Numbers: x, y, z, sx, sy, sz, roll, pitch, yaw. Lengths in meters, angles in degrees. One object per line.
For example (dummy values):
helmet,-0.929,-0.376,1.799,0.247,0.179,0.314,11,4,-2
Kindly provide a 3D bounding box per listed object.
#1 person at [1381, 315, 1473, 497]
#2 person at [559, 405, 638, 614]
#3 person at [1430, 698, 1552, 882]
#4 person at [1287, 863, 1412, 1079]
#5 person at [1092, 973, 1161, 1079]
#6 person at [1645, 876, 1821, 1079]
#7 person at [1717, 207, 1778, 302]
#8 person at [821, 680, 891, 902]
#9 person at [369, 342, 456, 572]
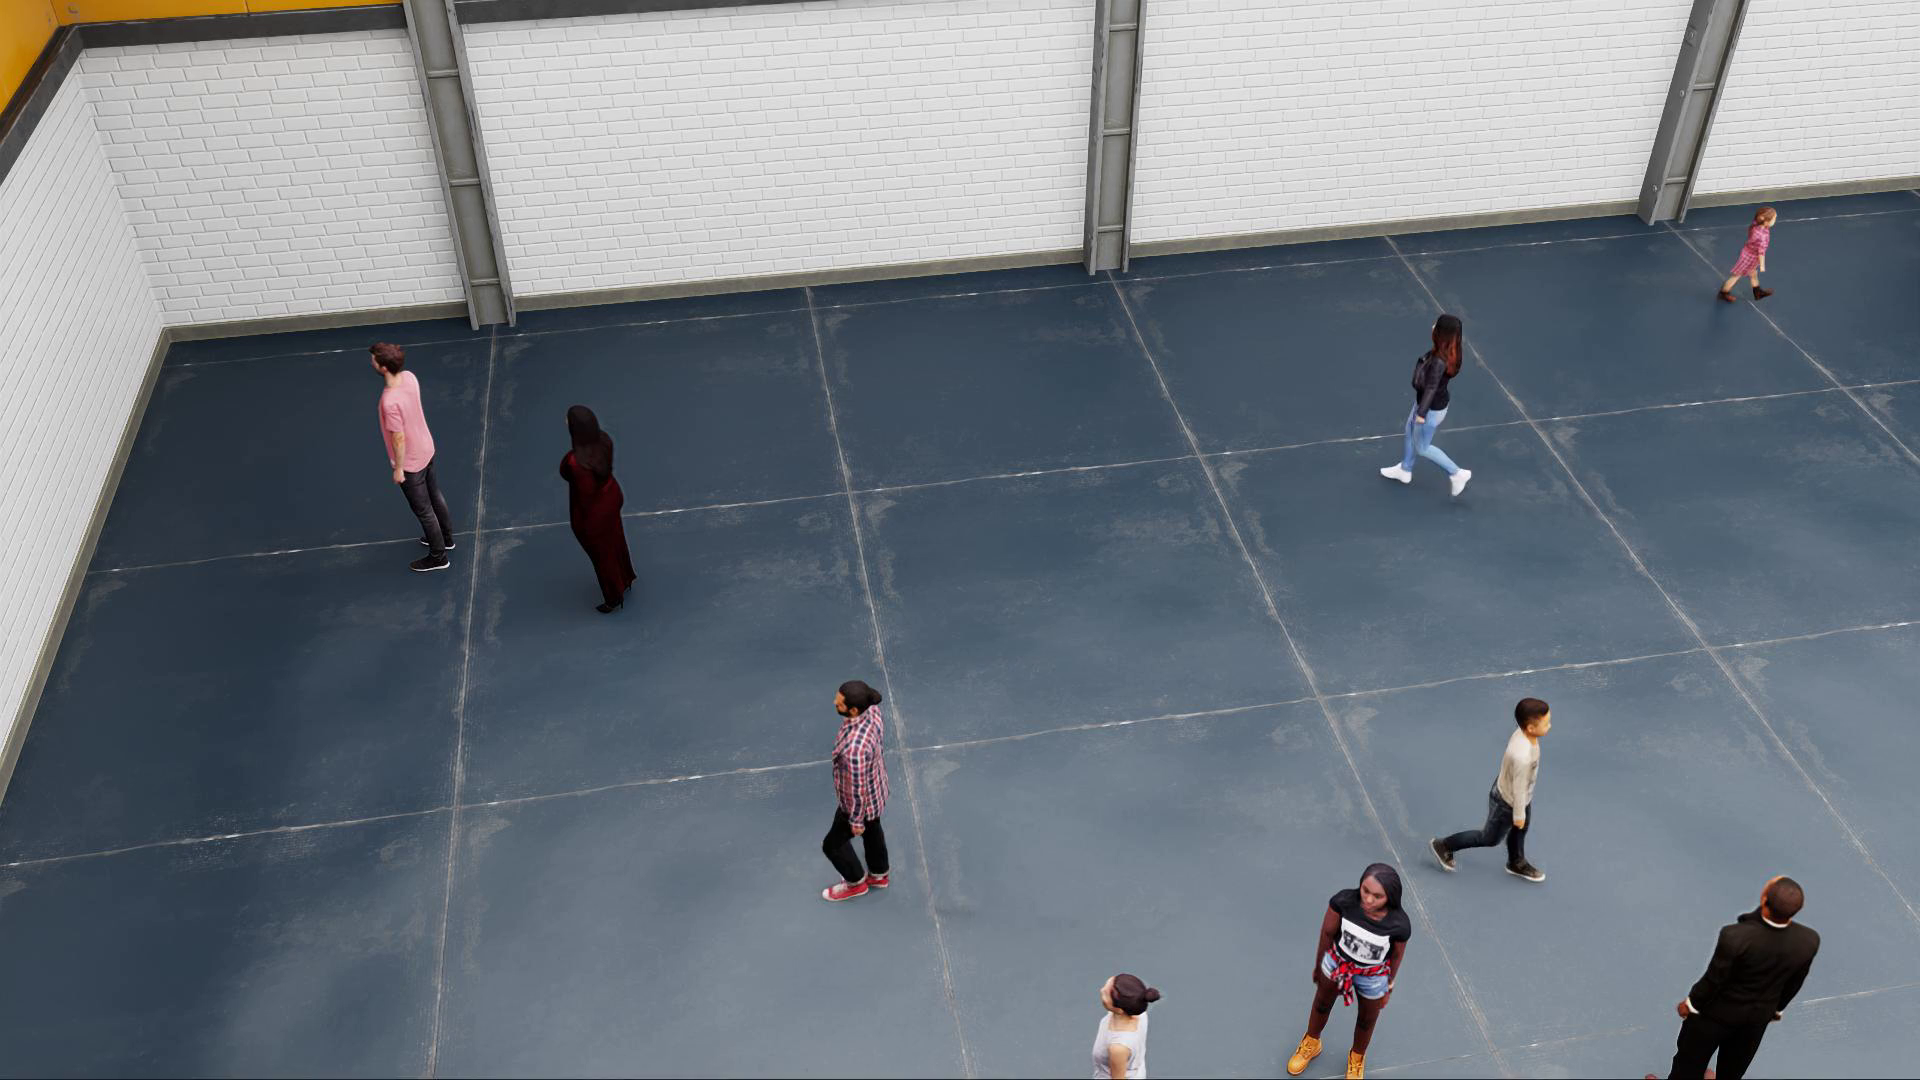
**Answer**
person,3.818,-1.042,13.266,1.079,1.612,0.975,19,42,22
person,-2.641,-0.238,12.144,0.735,1.756,0.746,6,39,7
person,3.310,1.551,10.152,1.004,1.445,0.896,17,42,21
person,2.128,2.330,8.951,0.710,1.728,0.787,18,42,21
person,0.815,2.752,8.519,0.648,1.608,0.642,9,40,12
person,4.054,2.423,8.693,0.605,1.905,0.780,0,39,0
person,7.485,-2.703,15.835,0.776,1.000,0.574,5,39,6
person,-0.532,1.511,9.953,0.778,1.756,0.800,4,39,5
person,-4.100,-0.636,12.479,0.609,1.959,0.660,1,39,1
